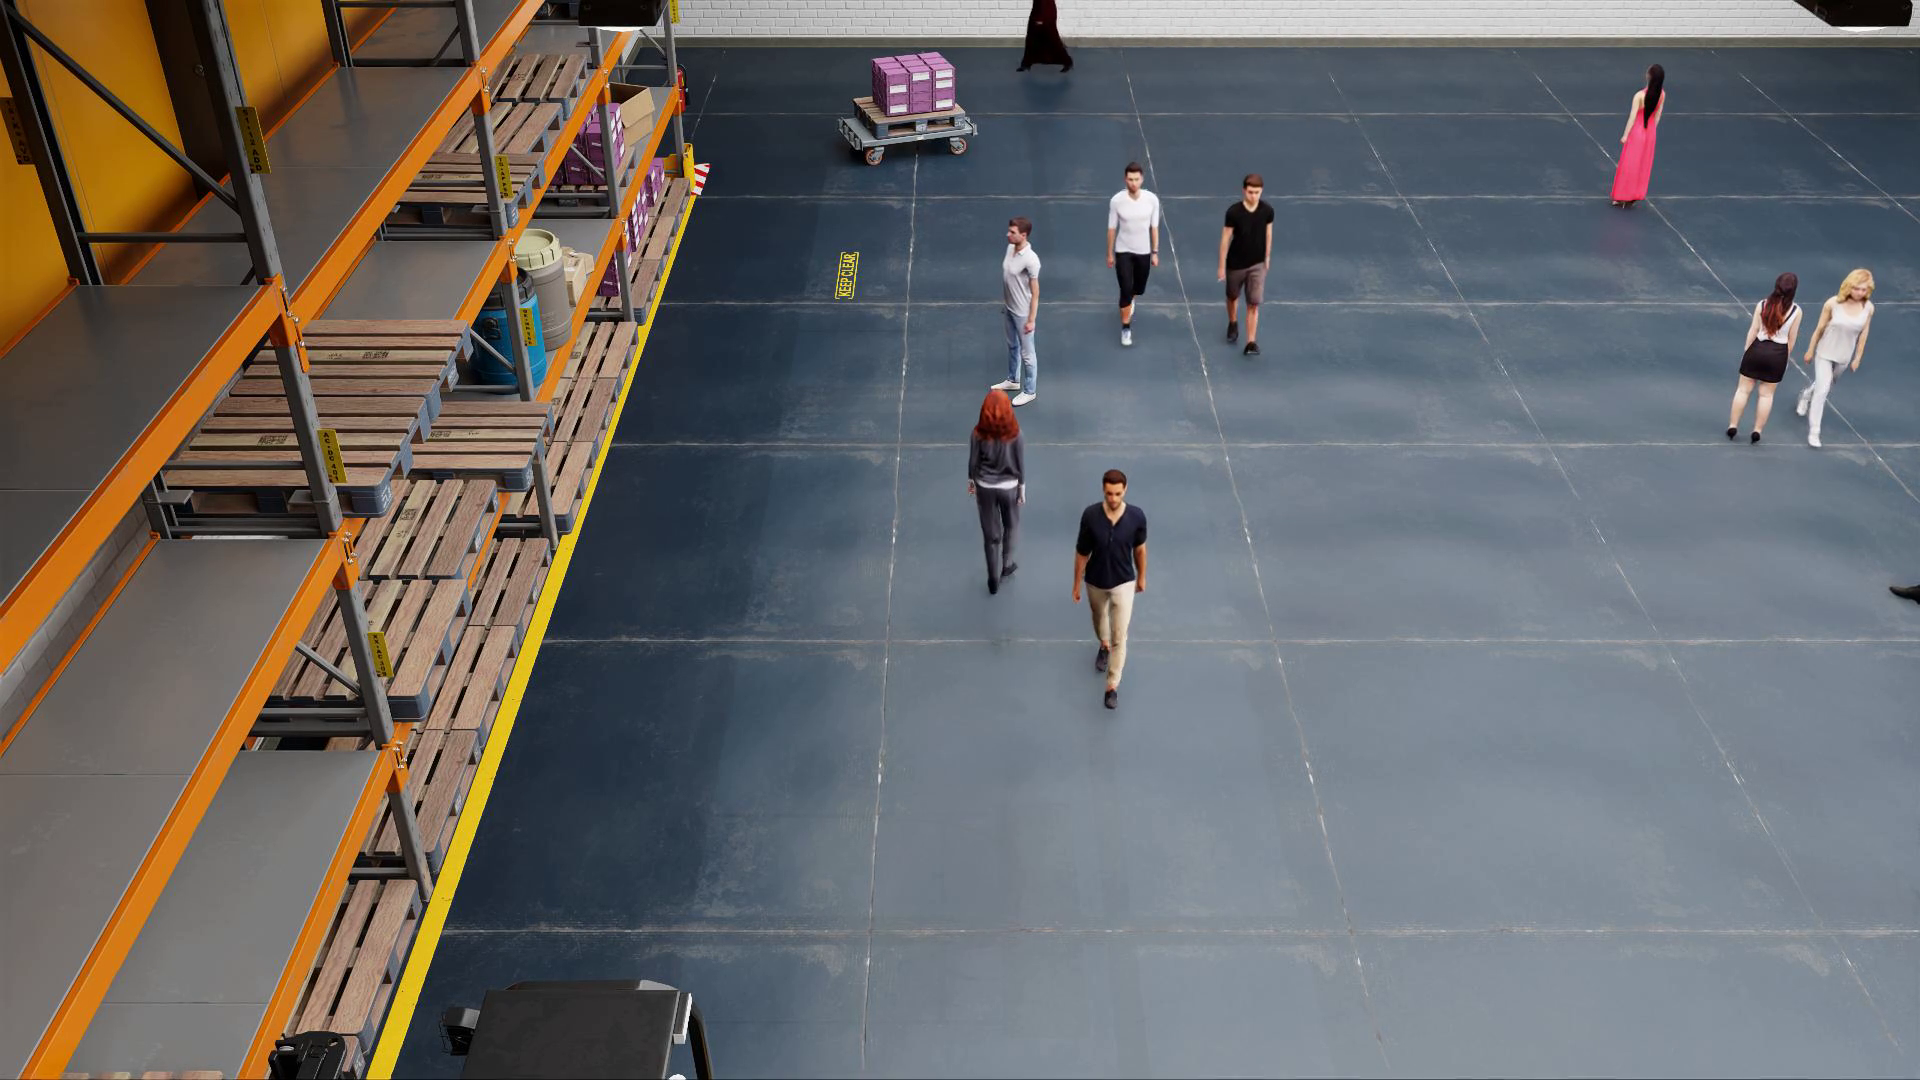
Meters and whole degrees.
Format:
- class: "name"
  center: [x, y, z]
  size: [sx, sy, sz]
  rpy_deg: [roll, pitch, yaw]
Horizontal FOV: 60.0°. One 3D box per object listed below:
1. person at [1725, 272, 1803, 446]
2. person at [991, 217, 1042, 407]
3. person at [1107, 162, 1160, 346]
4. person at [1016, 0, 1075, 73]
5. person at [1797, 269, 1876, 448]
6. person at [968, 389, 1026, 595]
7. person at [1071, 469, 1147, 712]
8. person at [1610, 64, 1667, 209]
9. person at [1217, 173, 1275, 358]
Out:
- class: "person"
  center: [7.274, -1.641, 15.024]
  size: [0.618, 1.647, 0.628]
  rpy_deg: [14, 36, 20]
- class: "person"
  center: [0.572, -2.169, 15.634]
  size: [0.792, 1.850, 0.658]
  rpy_deg: [-16, 37, -22]
- class: "person"
  center: [1.744, -2.940, 16.817]
  size: [0.677, 1.826, 1.035]
  rpy_deg: [0, 34, 0]
- class: "person"
  center: [1.309, -7.486, 23.751]
  size: [0.752, 1.720, 0.998]
  rpy_deg: [-1, 34, -2]
- class: "person"
  center: [7.968, -1.740, 15.182]
  size: [0.702, 1.637, 1.107]
  rpy_deg: [4, 34, 6]
- class: "person"
  center: [0.284, -0.328, 12.943]
  size: [0.627, 1.765, 0.645]
  rpy_deg: [2, 34, 3]
- class: "person"
  center: [1.087, 0.248, 12.027]
  size: [0.810, 1.818, 1.177]
  rpy_deg: [6, 34, 9]
- class: "person"
  center: [8.049, -4.772, 19.662]
  size: [0.671, 1.727, 0.651]
  rpy_deg: [-8, 34, -12]
- class: "person"
  center: [2.834, -2.796, 16.608]
  size: [0.713, 1.817, 1.145]
  rpy_deg: [-1, 34, -2]
